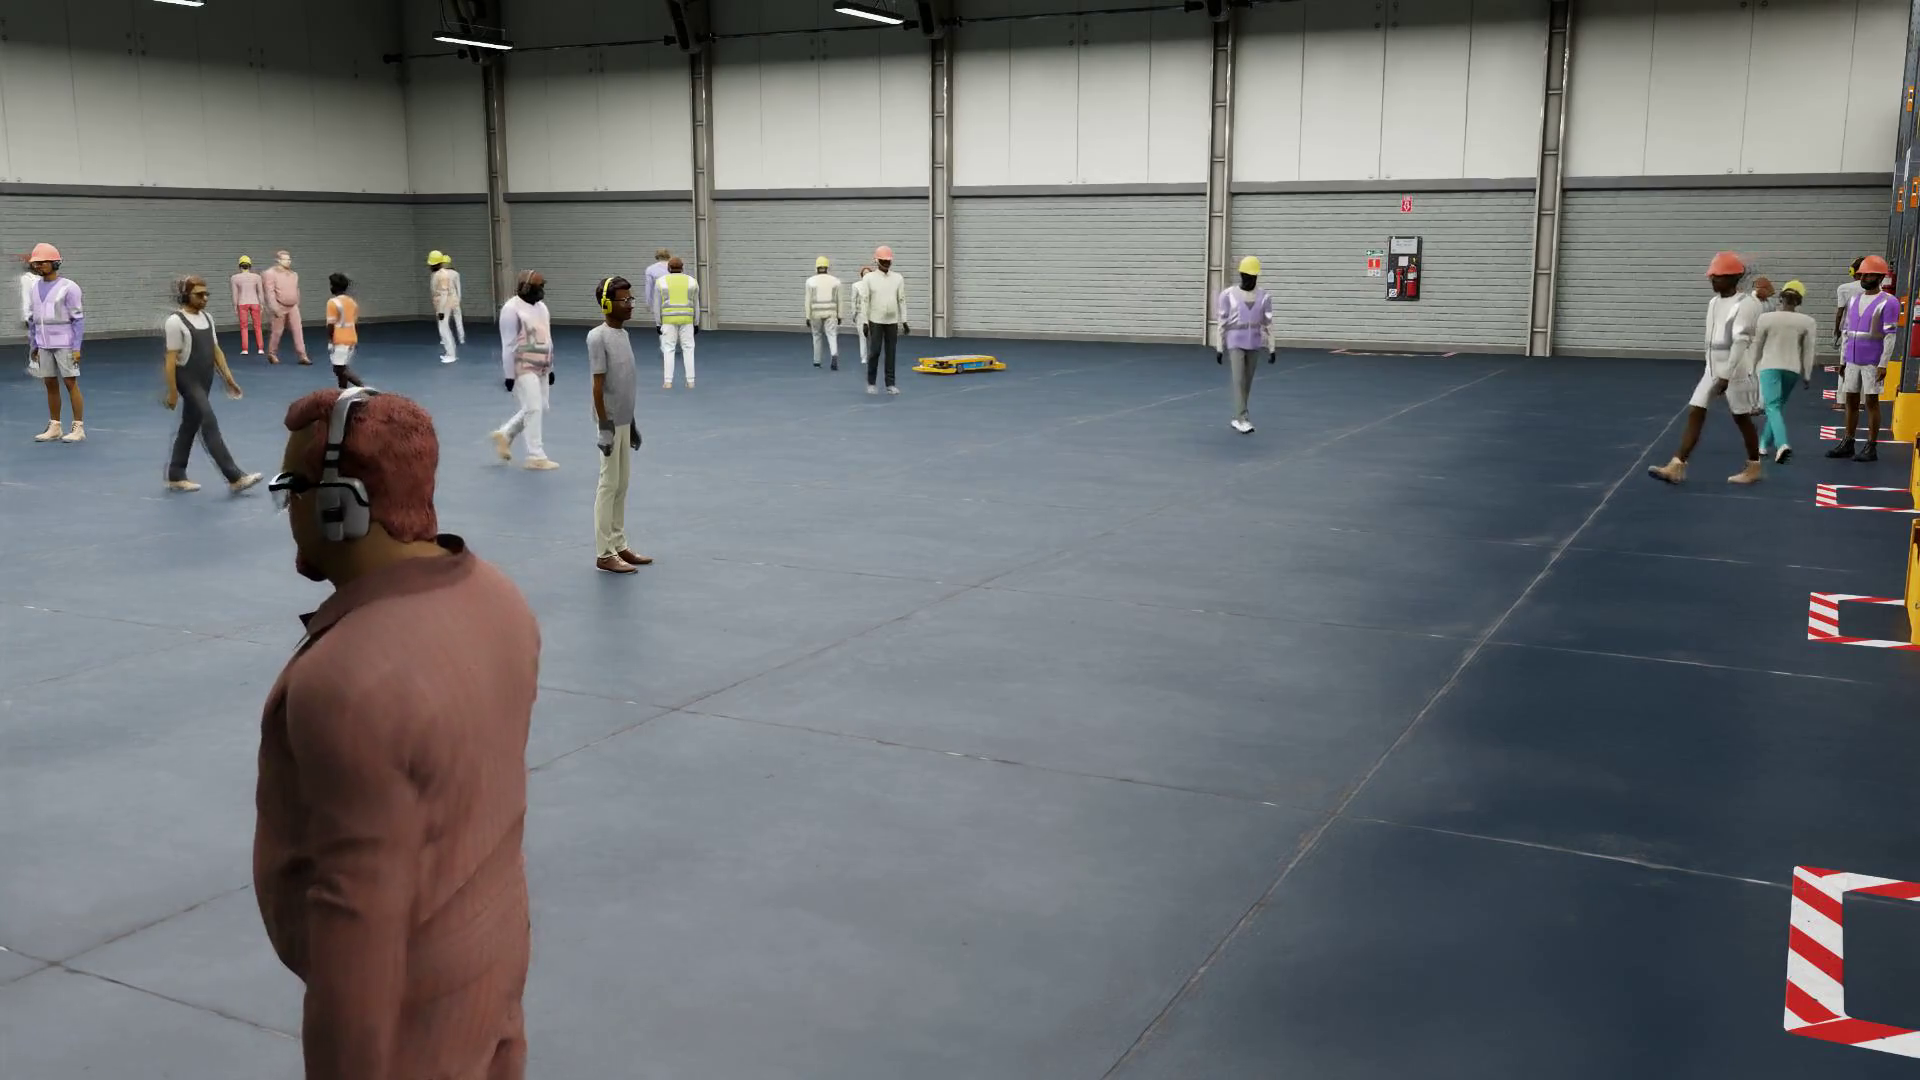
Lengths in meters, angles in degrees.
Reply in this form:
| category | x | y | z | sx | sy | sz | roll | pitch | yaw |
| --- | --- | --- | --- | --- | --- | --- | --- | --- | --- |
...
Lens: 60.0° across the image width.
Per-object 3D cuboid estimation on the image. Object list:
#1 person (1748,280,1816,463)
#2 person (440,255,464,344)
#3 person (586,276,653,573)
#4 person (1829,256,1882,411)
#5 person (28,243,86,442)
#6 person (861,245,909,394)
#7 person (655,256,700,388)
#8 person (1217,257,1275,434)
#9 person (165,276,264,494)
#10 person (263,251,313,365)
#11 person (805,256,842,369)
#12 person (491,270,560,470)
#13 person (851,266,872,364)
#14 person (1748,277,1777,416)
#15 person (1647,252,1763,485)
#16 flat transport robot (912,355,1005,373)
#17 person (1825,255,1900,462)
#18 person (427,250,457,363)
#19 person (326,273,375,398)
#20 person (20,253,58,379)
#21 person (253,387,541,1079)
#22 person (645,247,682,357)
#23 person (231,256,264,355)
| category | x | y | z | sx | sy | sz | roll | pitch | yaw |
| --- | --- | --- | --- | --- | --- | --- | --- | --- | --- |
| person | 7.792 | -1.600 | 15.749 | 0.539 | 1.706 | 0.887 | 1 | 10 | 7 |
| person | -10.061 | -4.725 | 32.725 | 0.494 | 1.741 | 0.321 | -6 | 12 | -29 |
| person | -2.174 | -0.734 | 10.597 | 0.328 | 1.873 | 0.519 | 2 | 11 | 9 |
| person | 10.876 | -2.497 | 20.205 | 0.513 | 1.876 | 0.328 | 2 | 11 | 11 |
| person | -9.327 | -2.020 | 17.135 | 0.605 | 2.045 | 0.379 | 2 | 11 | 13 |
| person | -1.022 | -2.960 | 22.403 | 0.628 | 1.992 | 0.398 | -5 | 12 | -27 |
| person | -3.951 | -3.035 | 23.253 | 0.630 | 1.835 | 0.429 | -3 | 11 | -17 |
| person | 3.119 | -2.100 | 17.985 | 0.610 | 1.887 | 0.816 | -3 | 11 | -14 |
| person | -6.218 | -1.269 | 13.722 | 0.937 | 1.793 | 0.510 | 1 | 10 | 5 |
| person | -11.148 | -3.824 | 27.452 | 0.759 | 1.893 | 0.648 | 7 | 13 | 35 |
| person | -2.164 | -3.609 | 26.449 | 0.611 | 1.809 | 0.782 | -3 | 11 | -14 |
| person | -4.014 | -1.549 | 15.200 | 0.696 | 1.817 | 0.644 | 3 | 11 | 15 |
| person | -1.537 | -3.705 | 27.506 | 0.521 | 1.615 | 0.695 | -1 | 10 | -4 |
| person | 9.449 | -2.288 | 19.719 | 0.284 | 1.633 | 0.500 | -2 | 11 | -9 |
| person | 6.444 | -1.429 | 14.099 | 1.066 | 1.987 | 0.603 | -2 | 11 | -12 |
| flat transport robot | -0.014 | -2.761 | 26.019 | 0.652 | 0.197 | 1.431 | 10 | 14 | 43 |
| person | 8.561 | -1.714 | 15.747 | 0.353 | 1.942 | 0.545 | -4 | 11 | -20 |
| person | -8.684 | -3.903 | 27.867 | 0.490 | 1.877 | 0.703 | -5 | 12 | -27 |
| person | -7.500 | -2.427 | 20.353 | 0.651 | 1.673 | 0.538 | 2 | 11 | 10 |
| person | -13.592 | -3.296 | 24.588 | 0.413 | 1.872 | 0.578 | -1 | 10 | -6 |
| person | -0.882 | 0.711 | 2.626 | 0.403 | 1.905 | 0.649 | 1 | 10 | 4 |
| person | -5.215 | -4.164 | 29.159 | 0.654 | 1.920 | 0.671 | -5 | 11 | -23 |
| person | -12.706 | -4.182 | 29.689 | 0.525 | 1.769 | 0.311 | -6 | 12 | -30 |
